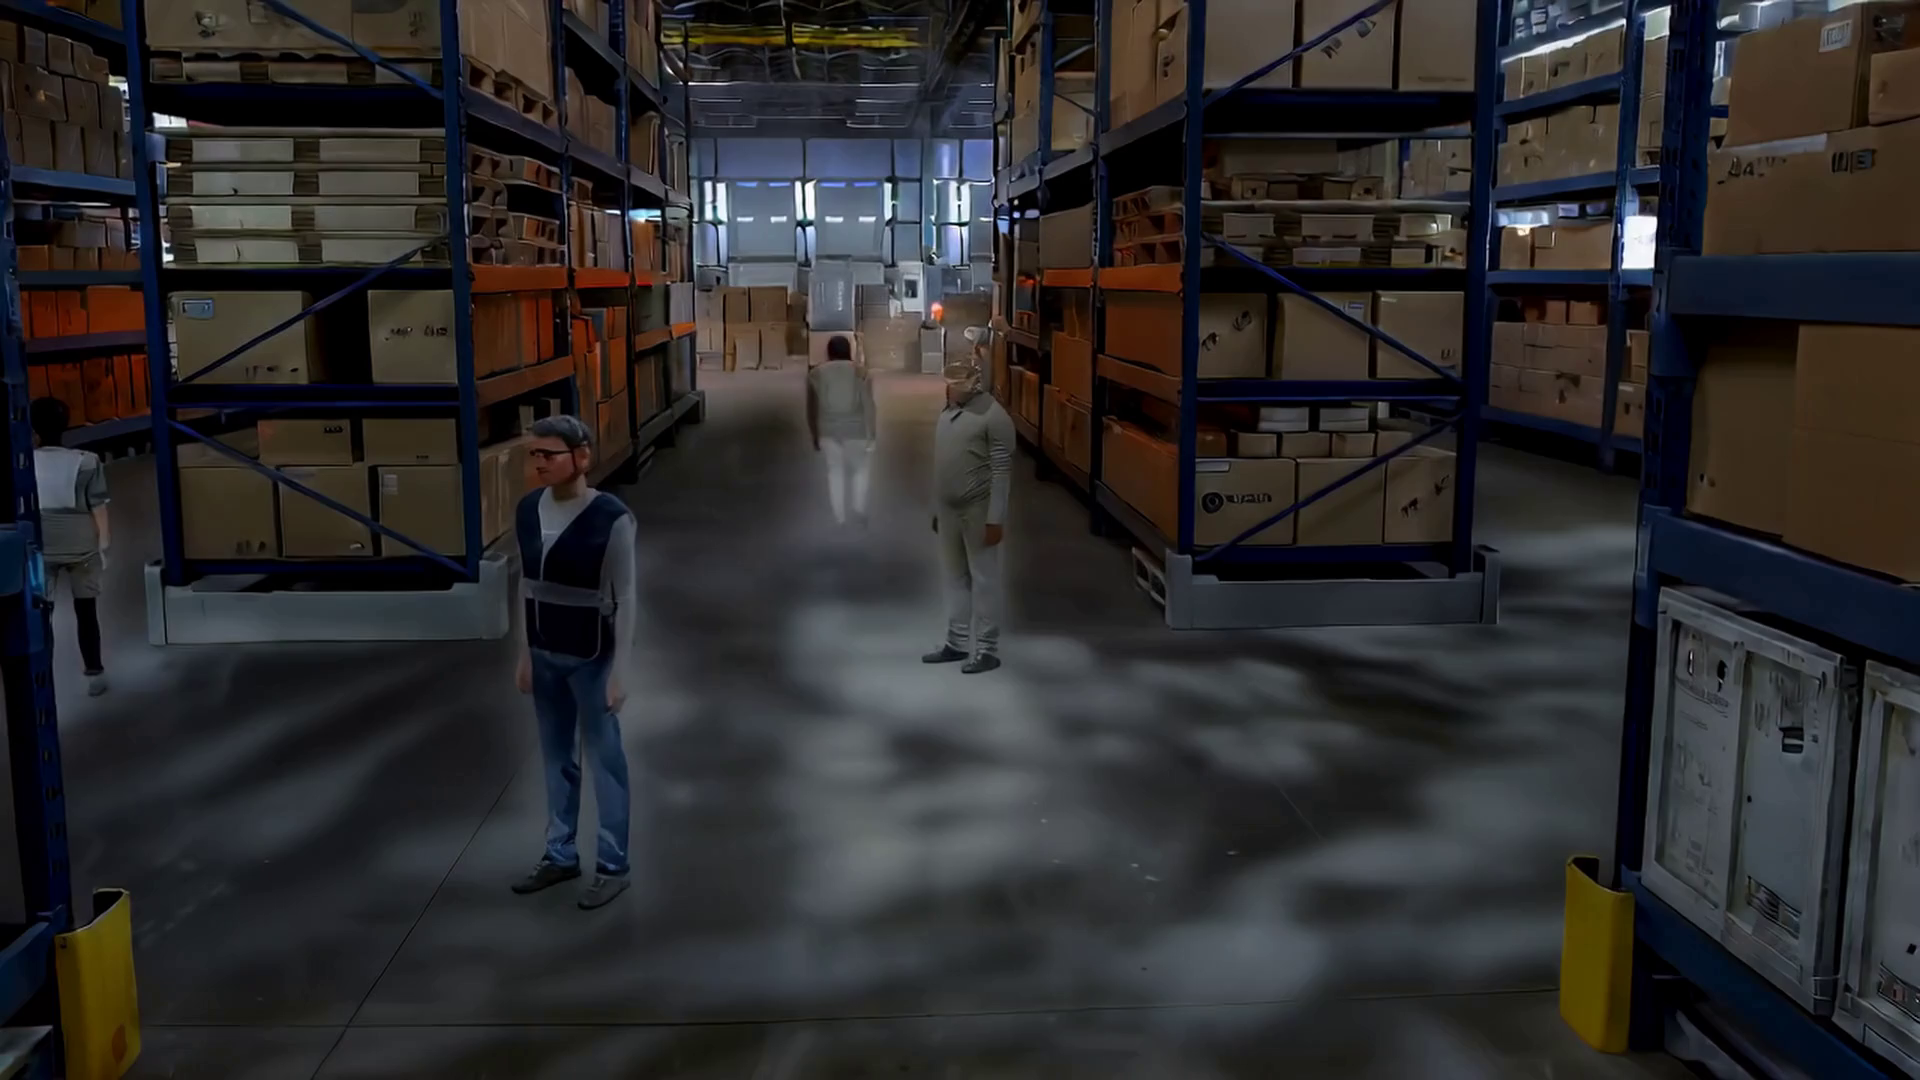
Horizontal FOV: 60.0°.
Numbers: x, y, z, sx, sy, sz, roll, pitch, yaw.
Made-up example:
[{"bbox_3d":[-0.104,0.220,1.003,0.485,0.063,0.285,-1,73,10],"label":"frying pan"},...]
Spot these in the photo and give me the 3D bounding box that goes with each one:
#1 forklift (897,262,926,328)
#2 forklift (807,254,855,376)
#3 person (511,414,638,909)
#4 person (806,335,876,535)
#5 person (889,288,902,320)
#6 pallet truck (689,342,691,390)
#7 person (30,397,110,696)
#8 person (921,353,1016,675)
[{"bbox_3d":[-1.780,-8.547,59.499,1.129,2.768,1.873,-1,9,-4],"label":"forklift"},{"bbox_3d":[-2.942,-5.145,38.138,1.129,2.768,1.873,-1,9,-4],"label":"forklift"},{"bbox_3d":[-1.443,0.445,6.271,0.565,1.846,0.390,5,10,30],"label":"person"},{"bbox_3d":[-1.077,-0.974,15.321,0.635,1.802,0.872,0,9,2],"label":"person"},{"bbox_3d":[-2.315,-7.829,57.974,0.636,1.931,0.377,3,10,20],"label":"person"},{"bbox_3d":[-5.225,-3.008,27.480,1.885,1.965,0.823,2,9,14],"label":"pallet truck"},{"bbox_3d":[-4.999,0.053,9.230,0.537,1.692,0.320,-5,10,-30],"label":"person"},{"bbox_3d":[0.035,-0.162,9.911,0.410,1.904,0.639,-7,12,-38],"label":"person"}]
